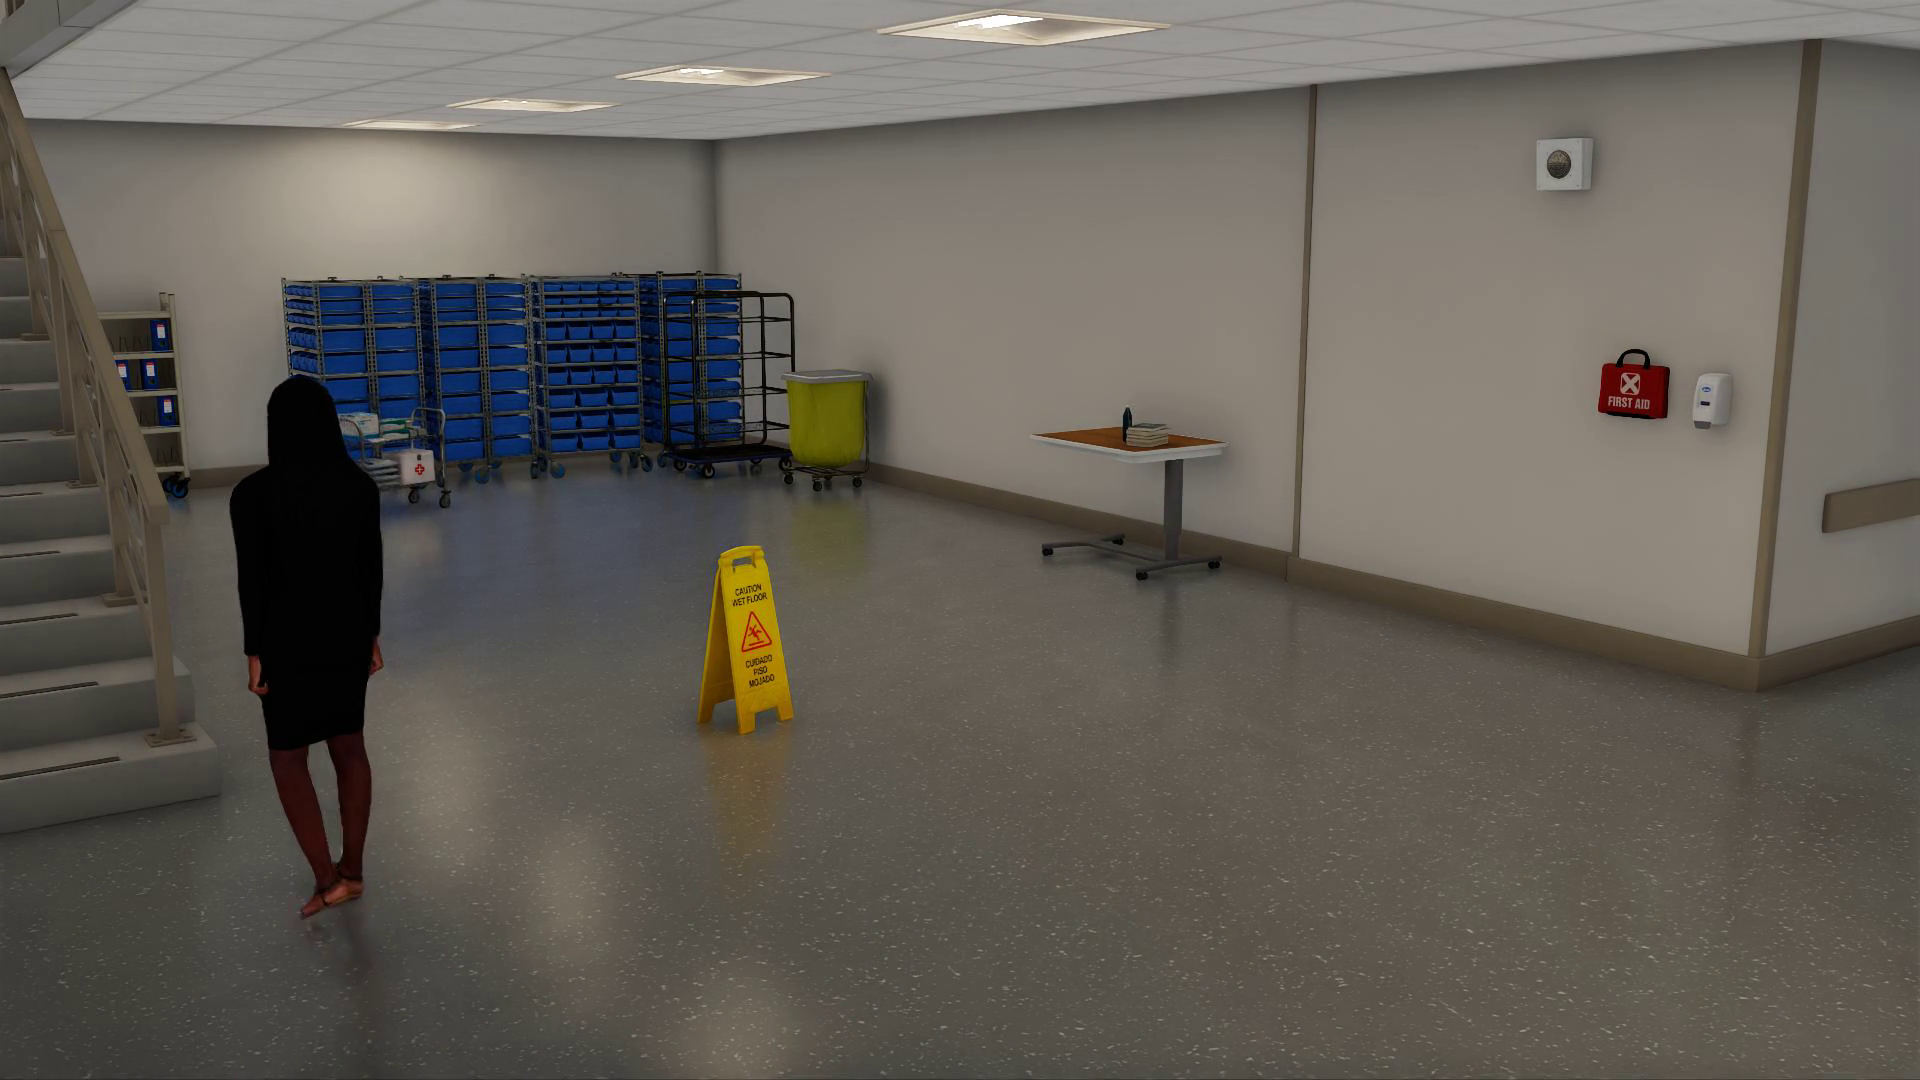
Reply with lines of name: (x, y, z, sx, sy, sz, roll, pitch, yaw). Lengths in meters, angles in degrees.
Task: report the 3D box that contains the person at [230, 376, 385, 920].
person: (-2.012, 0.346, 5.233, 0.643, 1.721, 0.788, -9, 14, -39)
